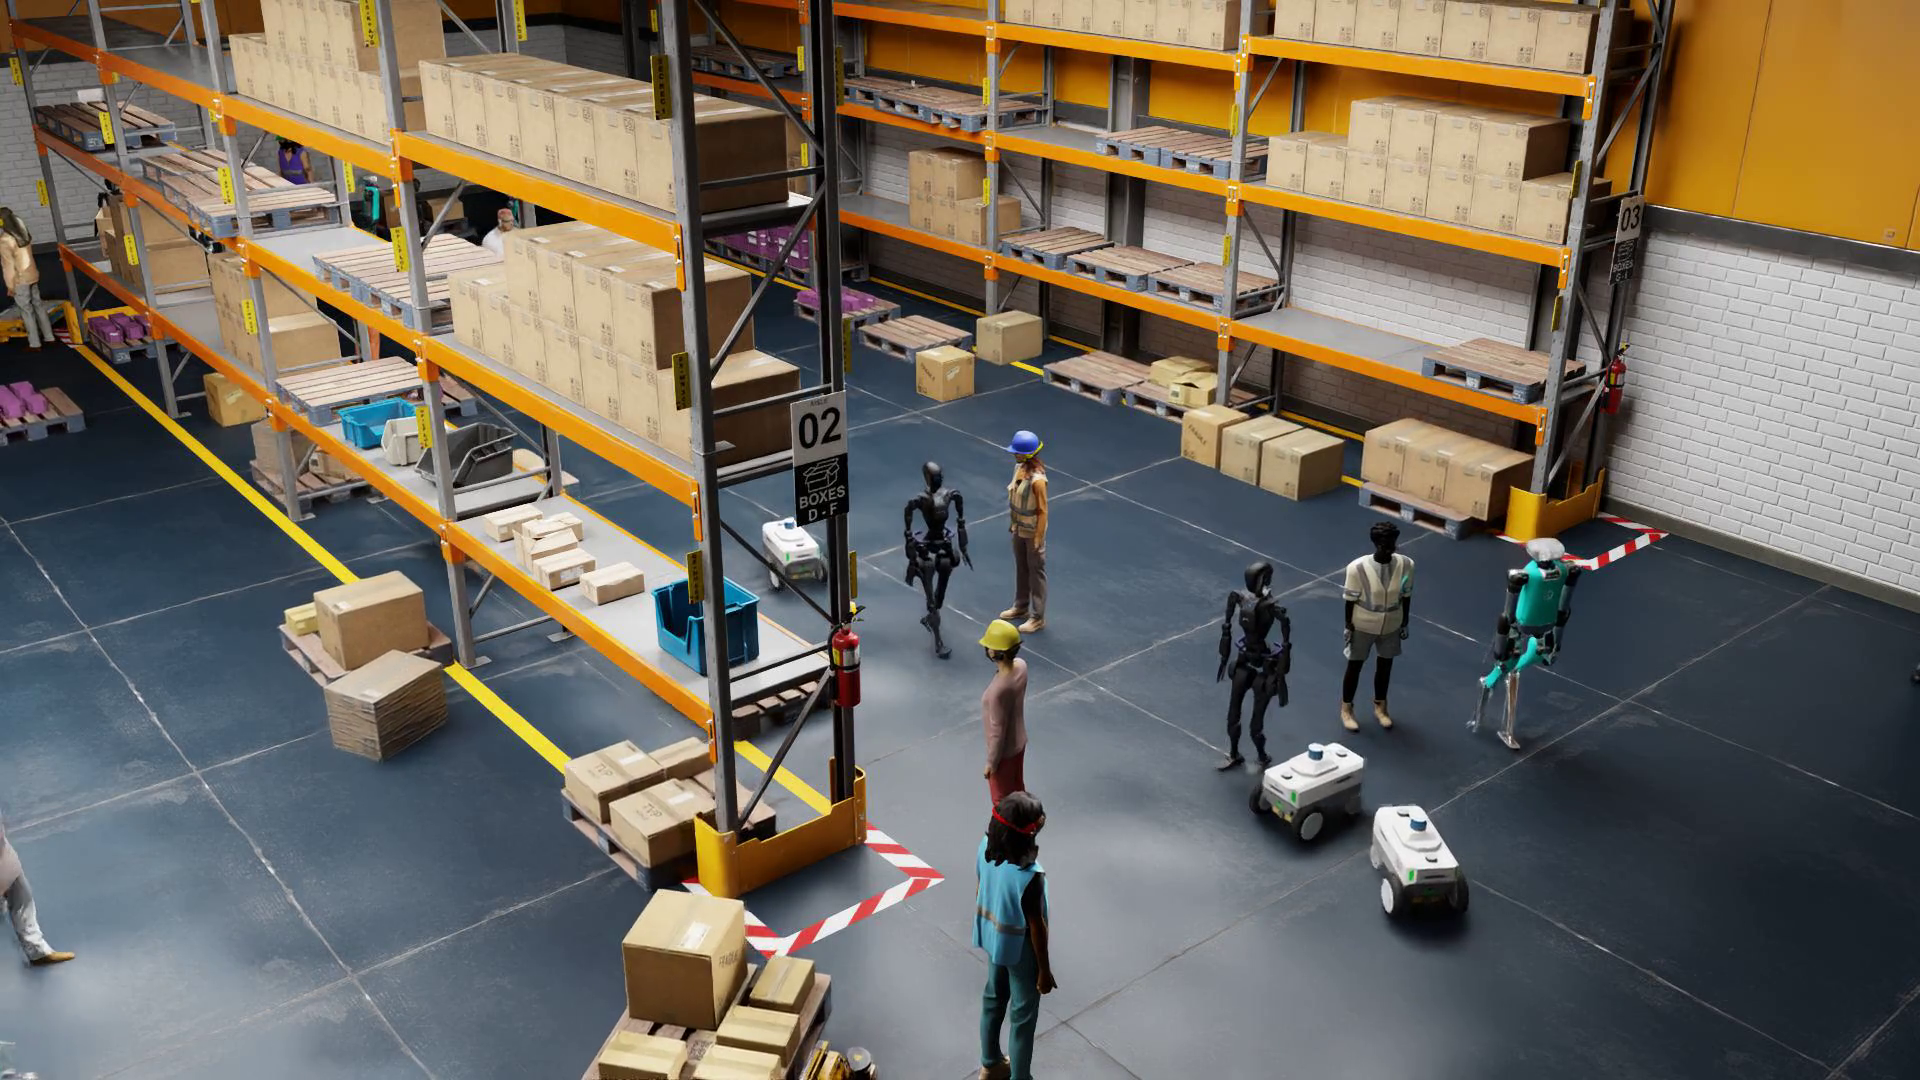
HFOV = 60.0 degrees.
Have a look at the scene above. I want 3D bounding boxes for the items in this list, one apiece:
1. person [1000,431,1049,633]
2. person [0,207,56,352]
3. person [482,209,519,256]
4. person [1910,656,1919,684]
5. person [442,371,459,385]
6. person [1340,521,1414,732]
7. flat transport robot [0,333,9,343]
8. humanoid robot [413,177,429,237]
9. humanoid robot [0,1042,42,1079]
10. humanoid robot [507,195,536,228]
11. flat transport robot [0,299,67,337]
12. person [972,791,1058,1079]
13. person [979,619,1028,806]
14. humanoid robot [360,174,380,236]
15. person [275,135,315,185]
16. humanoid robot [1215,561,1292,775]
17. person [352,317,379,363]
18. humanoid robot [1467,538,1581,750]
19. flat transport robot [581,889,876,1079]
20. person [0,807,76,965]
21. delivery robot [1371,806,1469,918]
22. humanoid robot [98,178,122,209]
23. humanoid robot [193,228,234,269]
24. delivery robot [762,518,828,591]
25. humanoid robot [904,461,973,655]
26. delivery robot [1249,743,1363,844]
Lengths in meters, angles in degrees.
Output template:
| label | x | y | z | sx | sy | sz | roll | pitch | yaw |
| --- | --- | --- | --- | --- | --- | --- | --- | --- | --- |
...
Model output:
| label | x | y | z | sx | sy | sz | roll | pitch | yaw |
| --- | --- | --- | --- | --- | --- | --- | --- | --- | --- |
| person | 0.559 | -0.078 | 13.921 | 0.323 | 1.776 | 0.469 | -11 | 26 | -24 |
| person | -12.062 | -3.354 | 21.404 | 0.392 | 1.868 | 0.556 | 2 | 23 | 5 |
| person | -5.640 | -3.268 | 21.167 | 0.714 | 1.882 | 0.671 | 18 | 29 | 36 |
| person | 7.816 | 0.263 | 12.951 | 0.546 | 1.926 | 0.388 | 13 | 27 | 28 |
| person | -6.187 | -2.635 | 19.900 | 0.573 | 1.722 | 0.595 | -10 | 25 | -21 |
| person | 3.093 | 0.634 | 12.382 | 0.534 | 1.691 | 0.320 | -3 | 24 | -7 |
| flat transport robot | -13.225 | -2.555 | 21.559 | 0.659 | 0.231 | 1.431 | 18 | 29 | 36 |
| humanoid robot | -7.891 | -4.437 | 24.148 | 0.310 | 1.652 | 0.608 | -21 | 31 | -40 |
| humanoid robot | -4.811 | 2.532 | 7.983 | 1.040 | 1.760 | 0.544 | -9 | 25 | -21 |
| humanoid robot | -7.021 | -5.484 | 26.638 | 0.558 | 1.901 | 0.687 | -12 | 26 | -25 |
| flat transport robot | -12.654 | -3.025 | 22.648 | 0.659 | 0.231 | 1.431 | -3 | 24 | -6 |
| person | 0.279 | 2.139 | 8.675 | 0.374 | 1.865 | 0.538 | -16 | 28 | -33 |
| person | 0.267 | 1.323 | 10.690 | 0.315 | 1.767 | 0.533 | 8 | 25 | 19 |
| humanoid robot | -8.692 | -4.328 | 23.897 | 0.891 | 1.805 | 0.564 | -4 | 24 | -9 |
| person | -10.587 | -5.663 | 26.690 | 0.620 | 1.907 | 0.475 | 7 | 24 | 15 |
| humanoid robot | 2.097 | 0.907 | 11.789 | 0.609 | 1.664 | 0.332 | 21 | 31 | 39 |
| person | -7.196 | -2.750 | 20.137 | 0.503 | 1.758 | 0.336 | 15 | 27 | 31 |
| humanoid robot | 4.035 | 0.759 | 12.167 | 0.549 | 1.876 | 0.832 | -5 | 24 | -11 |
| flat transport robot | -1.227 | 2.910 | 8.904 | 1.431 | 0.231 | 0.659 | 5 | 24 | 12 |
| person | -5.707 | 1.854 | 9.618 | 0.692 | 1.640 | 0.450 | -8 | 25 | -17 |
| delivery robot | 2.896 | 2.019 | 10.596 | 0.499 | 0.585 | 0.785 | -2 | 23 | -5 |
| humanoid robot | -12.320 | -4.563 | 24.435 | 0.592 | 1.641 | 0.528 | 0 | 23 | 0 |
| humanoid robot | -10.112 | -3.867 | 22.762 | 0.563 | 1.768 | 0.897 | -15 | 28 | -31 |
| delivery robot | -1.526 | 0.096 | 15.055 | 0.499 | 0.590 | 0.789 | -10 | 25 | -23 |
| humanoid robot | -0.180 | 0.114 | 13.668 | 0.591 | 1.634 | 0.746 | -11 | 26 | -24 |
| delivery robot | 2.398 | 1.687 | 11.386 | 0.794 | 0.603 | 0.499 | -15 | 27 | -31 |
